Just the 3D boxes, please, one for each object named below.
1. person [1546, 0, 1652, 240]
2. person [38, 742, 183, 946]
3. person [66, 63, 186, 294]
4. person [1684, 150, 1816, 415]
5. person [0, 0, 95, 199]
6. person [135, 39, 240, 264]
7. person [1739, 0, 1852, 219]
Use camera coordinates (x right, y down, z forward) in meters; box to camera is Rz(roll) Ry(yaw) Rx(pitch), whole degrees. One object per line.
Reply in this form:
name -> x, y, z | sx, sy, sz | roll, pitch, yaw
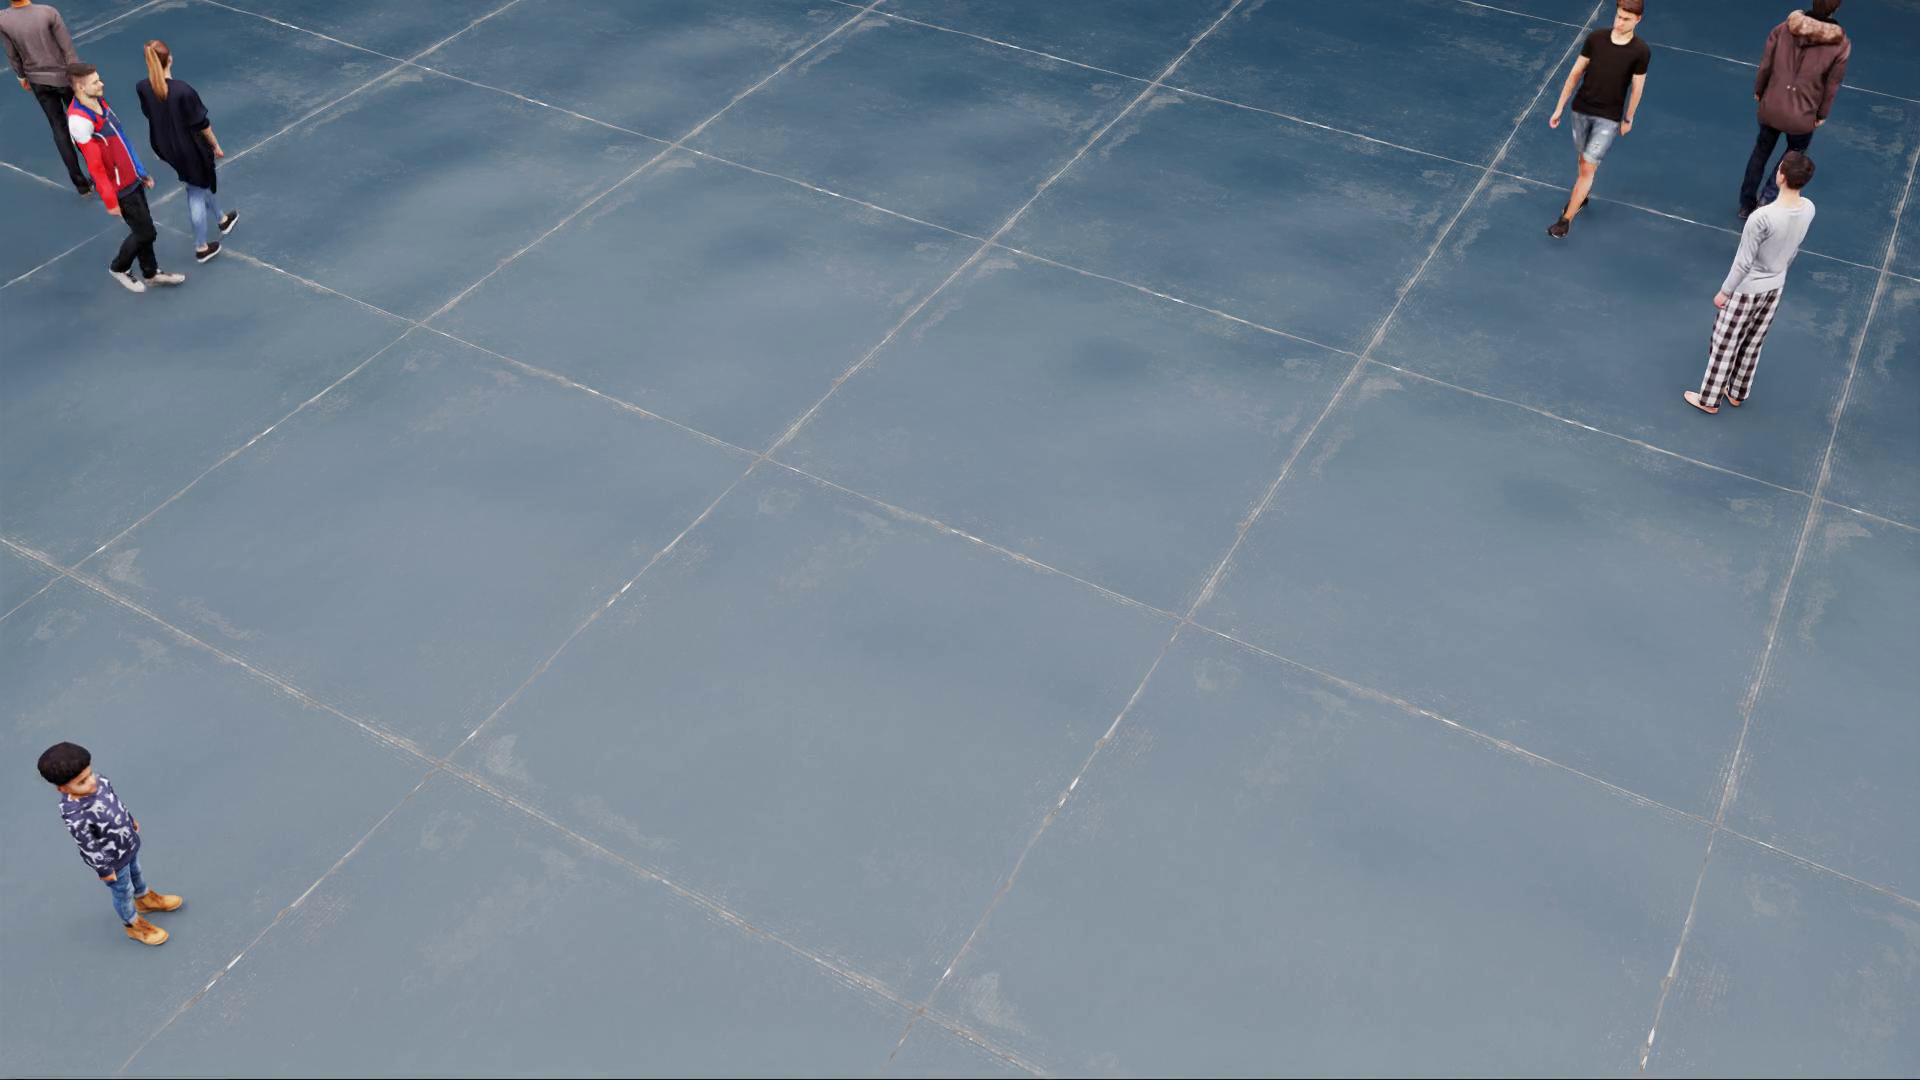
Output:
person -> 4.804, -3.217, 12.419 | 1.144, 1.814, 0.843 | -33, 52, -31
person -> -3.969, 1.403, 7.752 | 0.632, 1.250, 0.540 | 0, 42, 0
person -> -6.007, -2.517, 11.699 | 0.862, 1.746, 0.796 | -4, 42, -4
person -> 5.090, -1.624, 10.640 | 0.691, 1.847, 0.767 | -14, 44, -15
person -> -6.983, -3.471, 12.764 | 1.203, 1.726, 1.141 | 15, 44, 16
person -> -5.651, -2.763, 12.034 | 0.791, 1.659, 0.942 | 9, 43, 10
person -> 6.155, -3.207, 12.391 | 0.820, 1.837, 0.773 | 31, 51, 30
